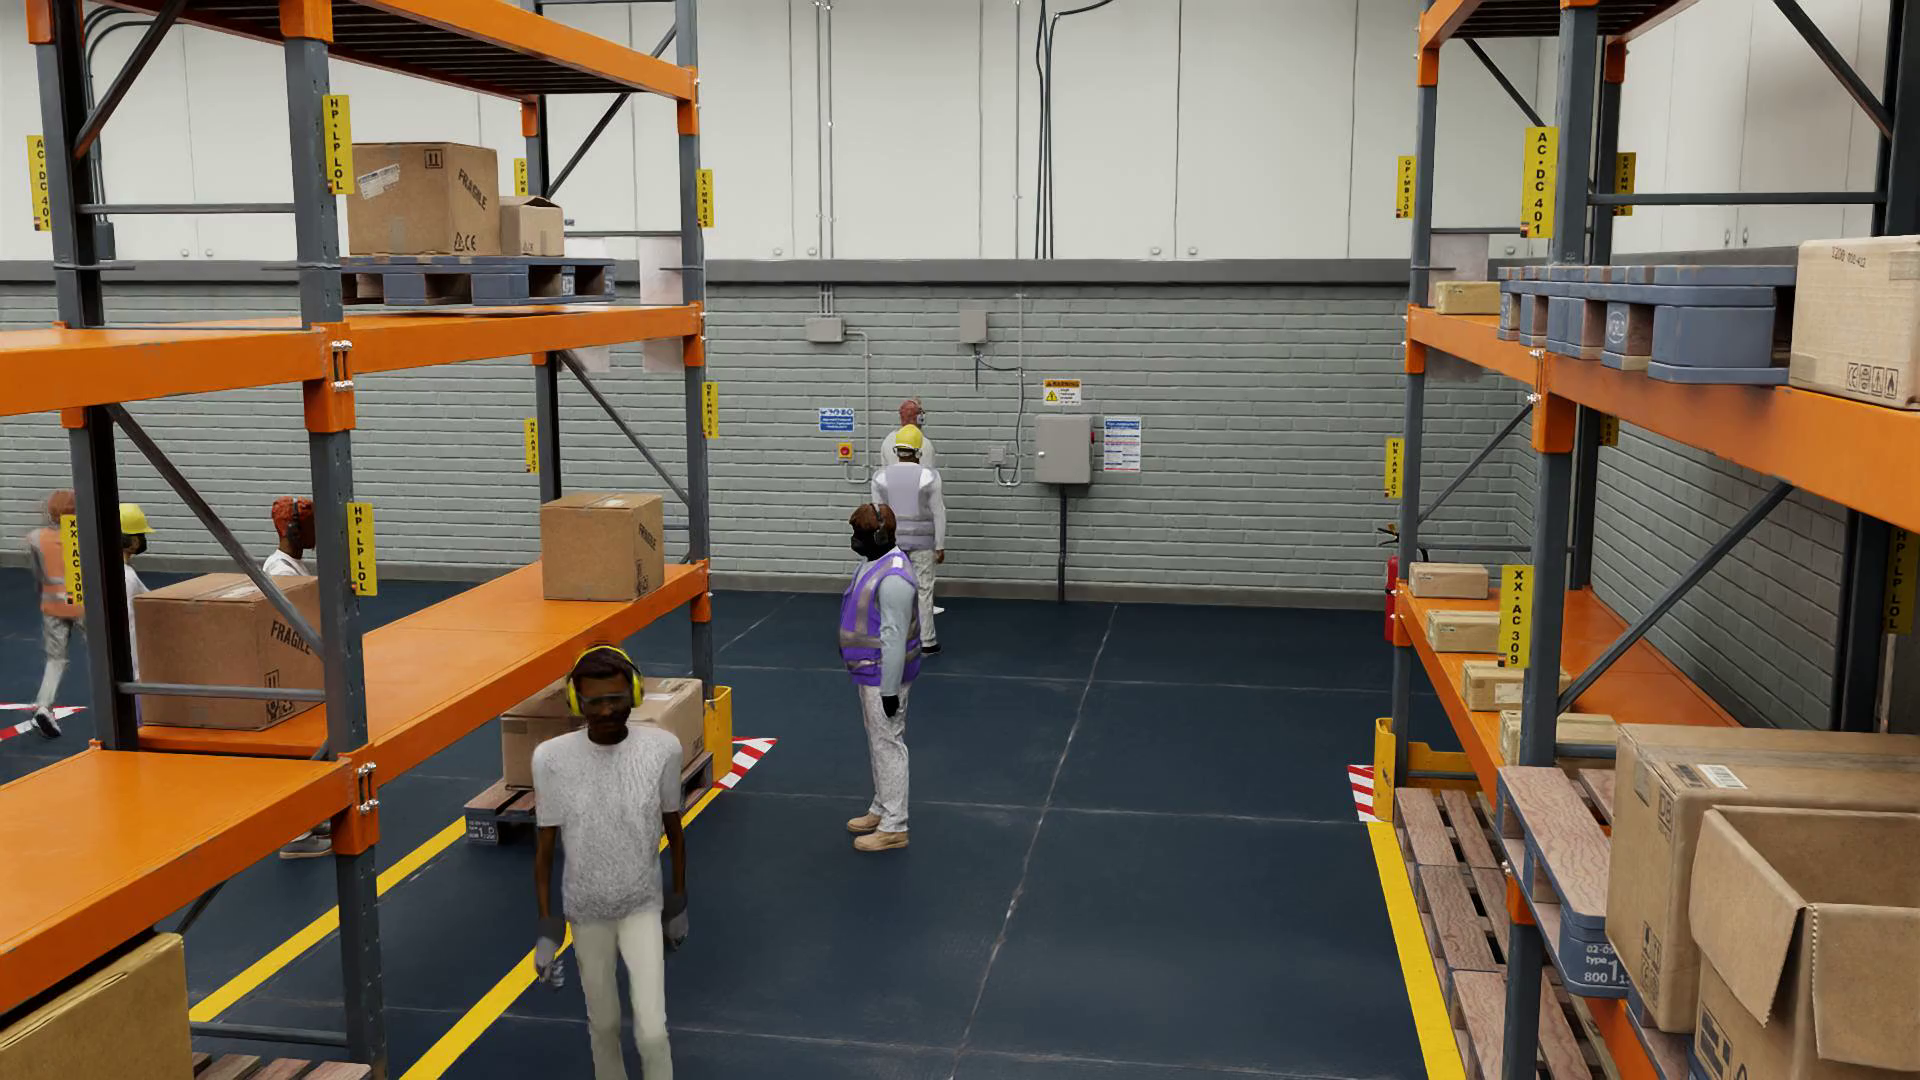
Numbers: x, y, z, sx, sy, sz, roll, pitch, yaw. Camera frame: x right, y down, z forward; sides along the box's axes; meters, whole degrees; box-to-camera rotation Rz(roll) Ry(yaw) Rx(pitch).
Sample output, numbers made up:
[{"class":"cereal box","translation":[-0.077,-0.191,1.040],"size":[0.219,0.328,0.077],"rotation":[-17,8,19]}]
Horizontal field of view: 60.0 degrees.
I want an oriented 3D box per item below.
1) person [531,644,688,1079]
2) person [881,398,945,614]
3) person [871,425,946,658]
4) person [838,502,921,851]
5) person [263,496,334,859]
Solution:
[{"class":"person","translation":[-1.123,1.253,5.375],"size":[0.498,1.842,0.746],"rotation":[-2,9,-11]},{"class":"person","translation":[-0.404,-0.291,14.706],"size":[0.409,1.907,0.651],"rotation":[-8,12,-40]},{"class":"person","translation":[-0.391,0.012,13.059],"size":[0.586,1.835,0.404],"rotation":[2,9,13]},{"class":"person","translation":[-0.424,0.710,8.770],"size":[0.429,1.837,0.627],"rotation":[-2,9,-12]},{"class":"person","translation":[-3.445,0.707,8.646],"size":[0.359,1.880,0.575],"rotation":[-3,10,-20]}]
